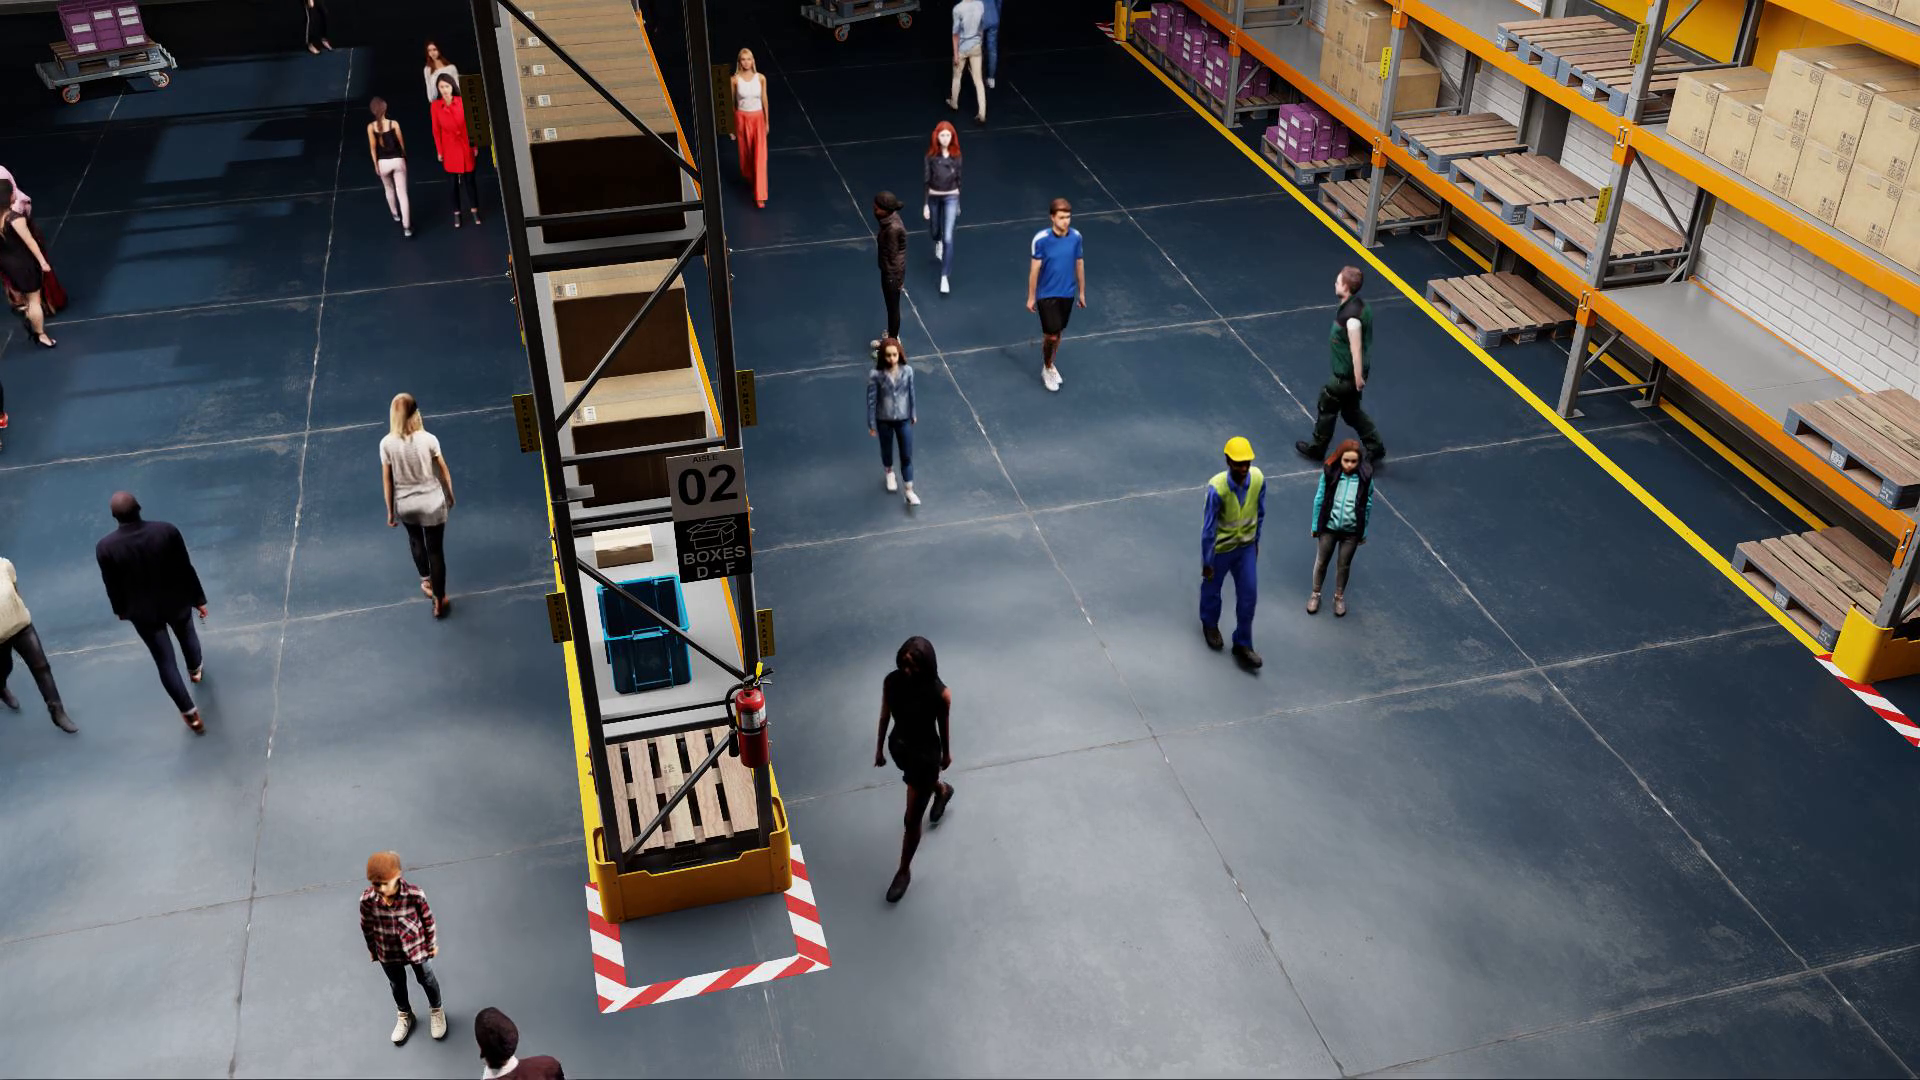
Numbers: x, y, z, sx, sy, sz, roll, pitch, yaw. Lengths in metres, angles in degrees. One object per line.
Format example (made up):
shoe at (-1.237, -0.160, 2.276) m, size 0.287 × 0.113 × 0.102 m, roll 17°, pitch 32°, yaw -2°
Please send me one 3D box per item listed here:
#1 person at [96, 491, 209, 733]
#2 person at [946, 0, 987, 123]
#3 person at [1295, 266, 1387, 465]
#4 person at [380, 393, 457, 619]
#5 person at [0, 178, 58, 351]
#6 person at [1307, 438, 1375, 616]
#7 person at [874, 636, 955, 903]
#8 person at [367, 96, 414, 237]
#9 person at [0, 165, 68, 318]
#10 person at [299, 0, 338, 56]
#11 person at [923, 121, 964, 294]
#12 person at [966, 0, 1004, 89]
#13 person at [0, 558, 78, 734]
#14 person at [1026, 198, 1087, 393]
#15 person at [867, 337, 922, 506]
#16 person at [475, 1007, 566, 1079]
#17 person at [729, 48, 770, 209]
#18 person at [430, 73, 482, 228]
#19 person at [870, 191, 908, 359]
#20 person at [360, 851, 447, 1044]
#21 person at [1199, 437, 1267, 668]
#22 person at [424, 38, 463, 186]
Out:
person at (-5.395, 0.528, 11.250) m, size 0.930 × 1.782 × 1.169 m, roll -19°, pitch 38°, yaw -26°
person at (0.156, -6.285, 21.481) m, size 0.828 × 1.803 × 1.286 m, roll -15°, pitch 37°, yaw -22°
person at (3.391, -1.422, 14.173) m, size 1.077 × 1.793 × 1.055 m, roll 10°, pitch 35°, yaw 14°
person at (-3.994, -0.198, 12.316) m, size 0.638 × 1.812 × 0.669 m, roll -8°, pitch 34°, yaw -12°
person at (-9.120, -2.612, 16.043) m, size 0.777 × 1.706 × 0.838 m, roll 18°, pitch 38°, yaw 25°
person at (2.852, -0.109, 12.464) m, size 0.675 × 1.500 × 0.706 m, roll 6°, pitch 34°, yaw 9°
person at (-0.234, 1.275, 10.203) m, size 1.131 × 1.697 × 1.230 m, roll 16°, pitch 37°, yaw 22°
person at (-6.299, -4.123, 18.481) m, size 0.500 × 1.524 × 1.008 m, roll -9°, pitch 35°, yaw -13°
person at (-9.354, -3.040, 16.749) m, size 0.882 × 1.637 × 0.831 m, roll -26°, pitch 42°, yaw -34°
person at (-9.432, -7.798, 23.861) m, size 0.778 × 1.689 × 0.664 m, roll 1°, pitch 34°, yaw 1°
person at (-0.194, -3.535, 17.386) m, size 0.760 × 1.756 × 1.235 m, roll -1°, pitch 34°, yaw -2°
person at (0.375, -7.062, 22.675) m, size 0.718 × 1.776 × 1.080 m, roll -6°, pitch 34°, yaw -9°
person at (-6.537, 0.622, 11.315) m, size 1.070 × 1.554 × 0.997 m, roll 19°, pitch 38°, yaw 26°
person at (0.850, -2.334, 15.492) m, size 0.746 × 1.853 × 0.762 m, roll -14°, pitch 36°, yaw -21°
person at (-0.580, -1.049, 13.916) m, size 0.586 × 1.456 × 0.873 m, roll -9°, pitch 35°, yaw -13°
person at (-1.961, 2.908, 7.607) m, size 0.823 × 1.852 × 0.810 m, roll -25°, pitch 41°, yaw -33°
person at (-2.459, -4.830, 19.340) m, size 0.654 × 1.750 × 1.266 m, roll -8°, pitch 34°, yaw -11°
person at (-5.639, -4.374, 18.656) m, size 0.615 × 1.748 × 0.603 m, roll -10°, pitch 35°, yaw -14°
person at (-0.647, -2.577, 16.031) m, size 0.635 × 1.660 × 0.564 m, roll 10°, pitch 35°, yaw 15°
person at (-3.063, 2.215, 9.144) m, size 0.558 × 1.304 × 0.549 m, roll -4°, pitch 34°, yaw -6°
person at (1.918, 0.001, 12.035) m, size 0.717 × 1.792 × 0.910 m, roll -10°, pitch 35°, yaw -15°
person at (-6.119, -5.154, 19.865) m, size 0.576 × 1.708 × 0.964 m, roll -8°, pitch 34°, yaw -12°
